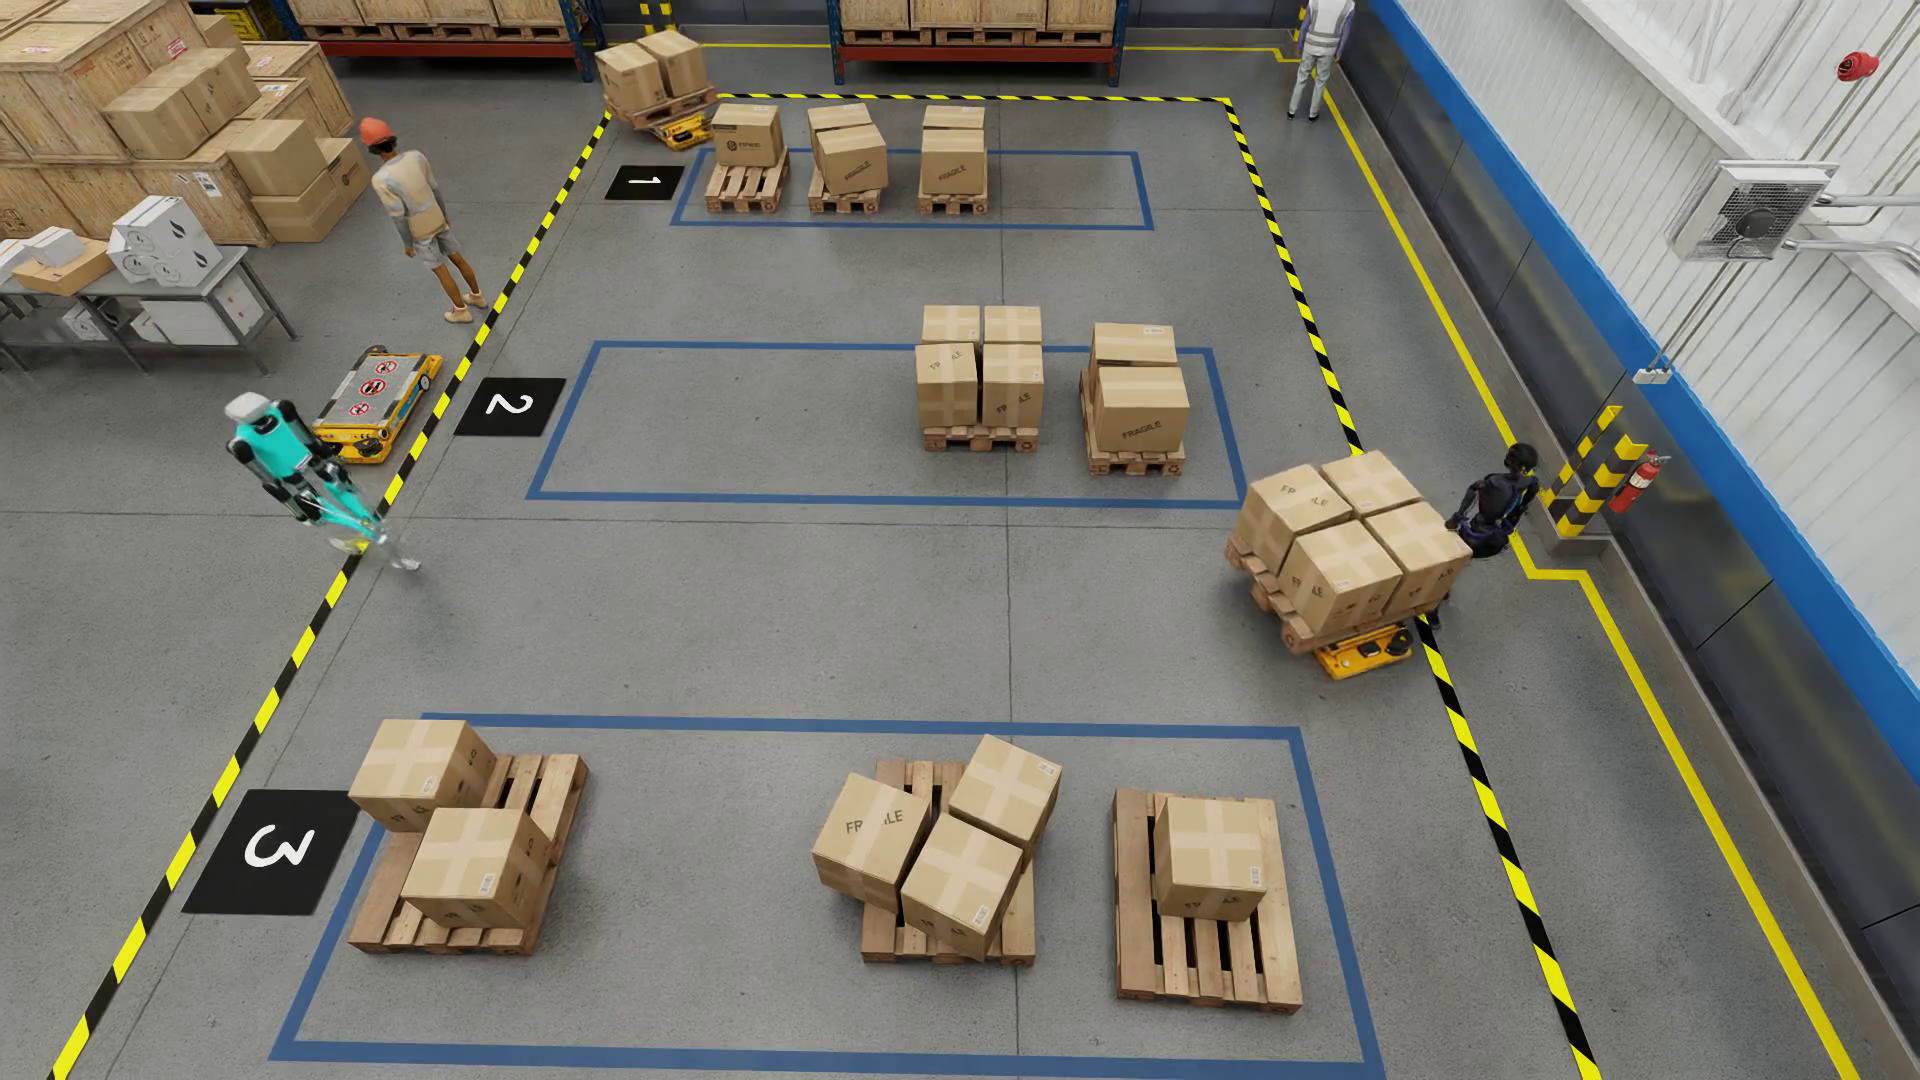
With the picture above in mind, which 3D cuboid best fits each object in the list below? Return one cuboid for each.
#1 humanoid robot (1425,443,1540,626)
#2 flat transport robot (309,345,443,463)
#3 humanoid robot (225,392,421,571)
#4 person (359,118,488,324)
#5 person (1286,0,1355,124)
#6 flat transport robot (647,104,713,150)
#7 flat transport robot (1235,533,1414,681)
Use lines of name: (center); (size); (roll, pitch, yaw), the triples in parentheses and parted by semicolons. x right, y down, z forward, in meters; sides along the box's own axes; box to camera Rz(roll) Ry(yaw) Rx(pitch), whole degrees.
humanoid robot: (3.612, -0.054, 6.497); (0.609, 1.642, 0.523); (-7, 50, -6)
flat transport robot: (-5.383, -1.269, 8.441); (0.659, 0.231, 1.431); (1, 50, 1)
humanoid robot: (-4.533, -0.321, 6.687); (1.031, 1.740, 0.532); (10, 51, 9)
person: (-5.123, -2.994, 8.743); (0.390, 2.038, 0.604); (16, 52, 13)
person: (4.574, -6.260, 11.643); (0.591, 1.825, 0.404); (18, 52, 15)
flat transport robot: (-3.861, -5.582, 12.072); (0.652, 0.197, 1.431); (-35, 58, -26)
flat transport robot: (2.768, 0.368, 7.038); (0.652, 0.197, 1.431); (-15, 51, -13)
